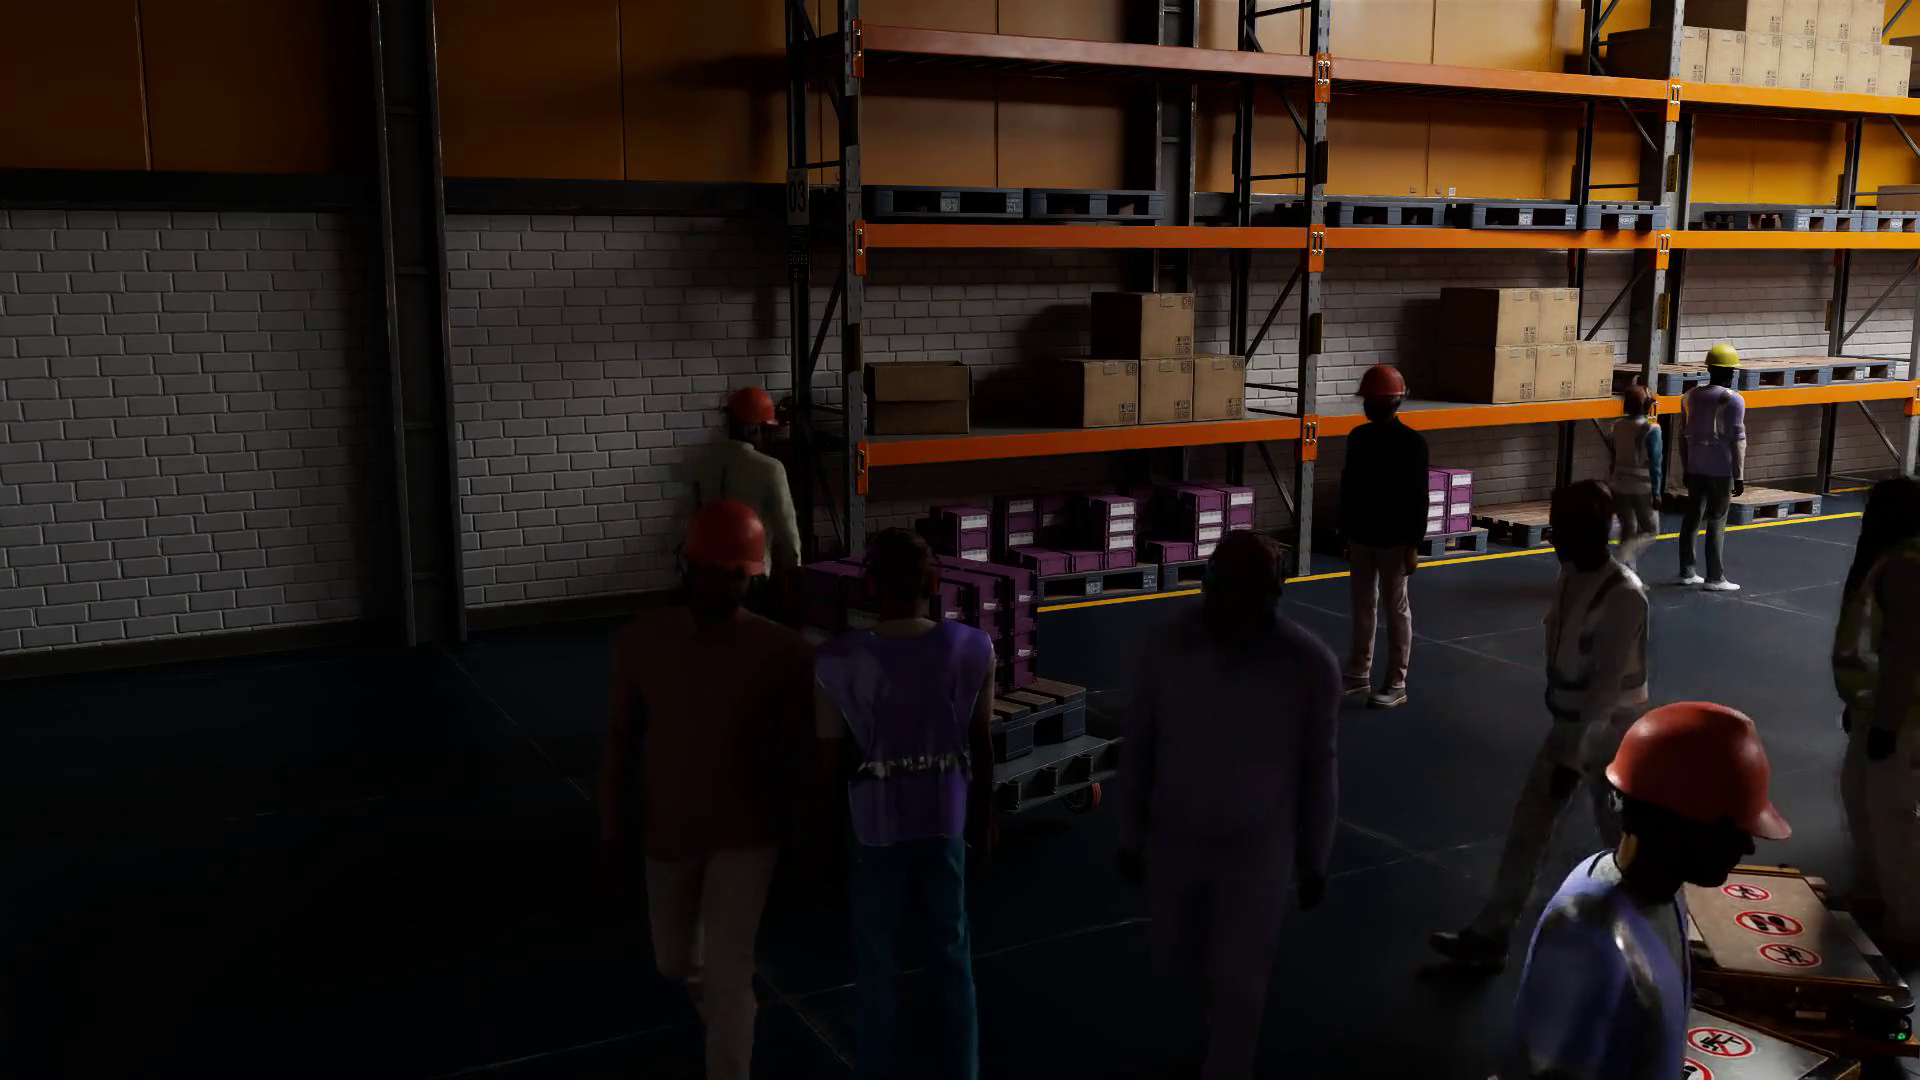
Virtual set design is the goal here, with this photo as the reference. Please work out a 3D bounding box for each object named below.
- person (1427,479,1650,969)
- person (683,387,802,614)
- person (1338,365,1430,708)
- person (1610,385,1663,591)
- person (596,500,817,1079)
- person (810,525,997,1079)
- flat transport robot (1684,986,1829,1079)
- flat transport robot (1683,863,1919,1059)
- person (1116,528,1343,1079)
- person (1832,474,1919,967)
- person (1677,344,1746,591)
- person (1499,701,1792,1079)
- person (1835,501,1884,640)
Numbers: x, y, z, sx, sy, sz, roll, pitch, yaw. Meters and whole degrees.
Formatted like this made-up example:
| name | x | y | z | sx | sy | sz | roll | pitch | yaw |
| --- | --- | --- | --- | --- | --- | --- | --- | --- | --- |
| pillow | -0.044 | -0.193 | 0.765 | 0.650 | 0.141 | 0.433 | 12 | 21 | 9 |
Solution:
| name | x | y | z | sx | sy | sz | roll | pitch | yaw |
| --- | --- | --- | --- | --- | --- | --- | --- | --- | --- |
| person | 2.126 | 0.704 | 5.912 | 0.893 | 1.850 | 0.597 | -1 | 10 | -5 |
| person | -1.174 | 0.141 | 8.999 | 0.611 | 1.923 | 1.101 | 7 | 12 | 34 |
| person | 2.442 | -0.022 | 9.699 | 0.391 | 1.995 | 0.613 | -6 | 11 | -31 |
| person | 5.158 | -0.379 | 12.790 | 0.506 | 1.622 | 0.536 | -3 | 10 | -18 |
| person | -0.727 | 0.837 | 4.888 | 0.619 | 1.946 | 0.928 | 2 | 10 | 10 |
| person | -0.167 | 0.881 | 4.975 | 0.588 | 1.842 | 0.388 | -3 | 10 | -17 |
| flat transport robot | 2.050 | 1.675 | 4.888 | 1.431 | 0.197 | 0.652 | -8 | 13 | -38 |
| flat transport robot | 2.932 | 1.464 | 6.107 | 0.652 | 0.197 | 1.431 | 2 | 10 | 12 |
| person | 0.804 | 0.866 | 4.981 | 0.648 | 1.869 | 0.786 | 4 | 11 | 22 |
| person | 3.548 | 0.661 | 6.341 | 0.434 | 1.801 | 0.671 | 5 | 11 | 26 |
| person | 5.884 | -0.562 | 13.008 | 0.365 | 1.927 | 0.588 | -5 | 11 | -25 |
| person | 1.145 | 1.188 | 3.098 | 1.016 | 1.879 | 0.550 | 5 | 11 | 28 |
| person | 4.324 | 0.431 | 7.486 | 0.654 | 1.855 | 0.972 | 4 | 11 | 22 |
